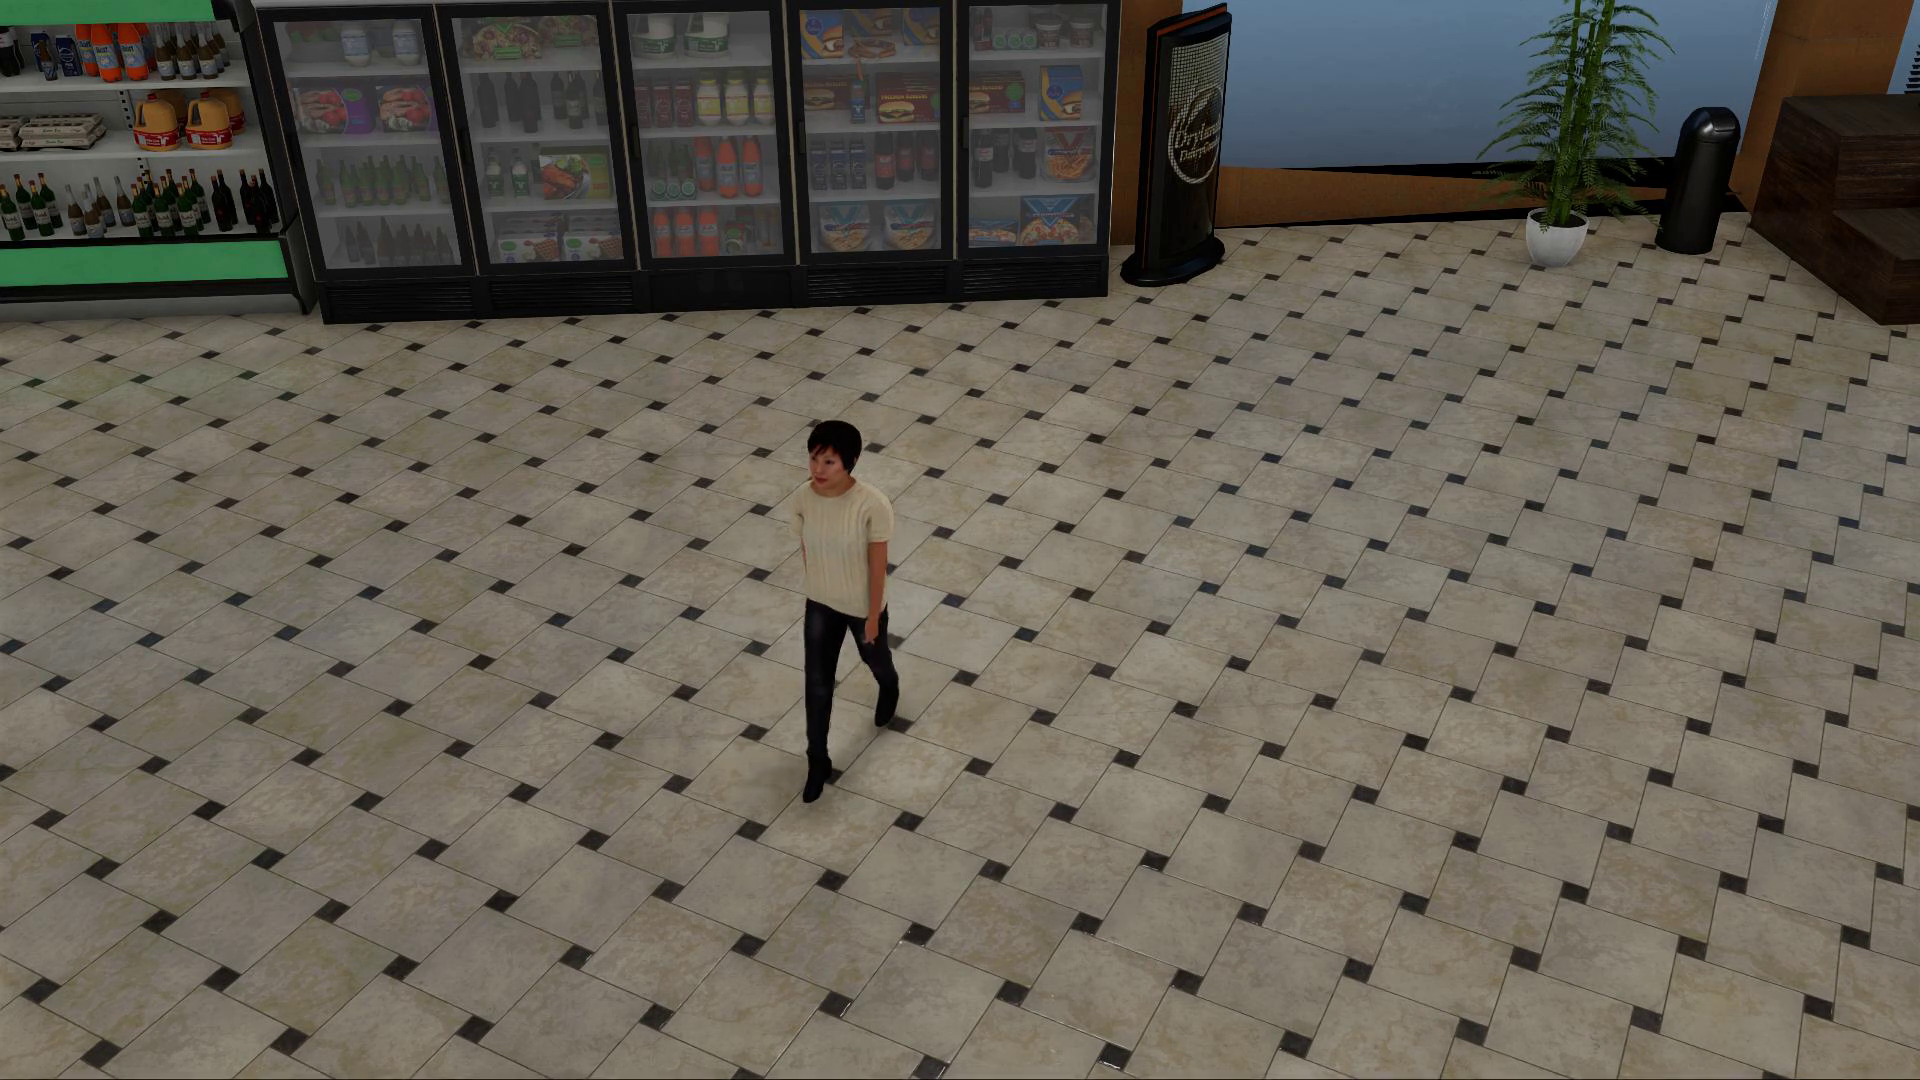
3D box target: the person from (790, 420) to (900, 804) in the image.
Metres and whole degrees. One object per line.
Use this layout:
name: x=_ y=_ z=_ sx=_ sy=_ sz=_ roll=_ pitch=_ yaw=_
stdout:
person: x=-0.415 y=0.225 z=6.654 sx=1.016 sy=1.549 sz=0.882 roll=9 pitch=33 yaw=14
